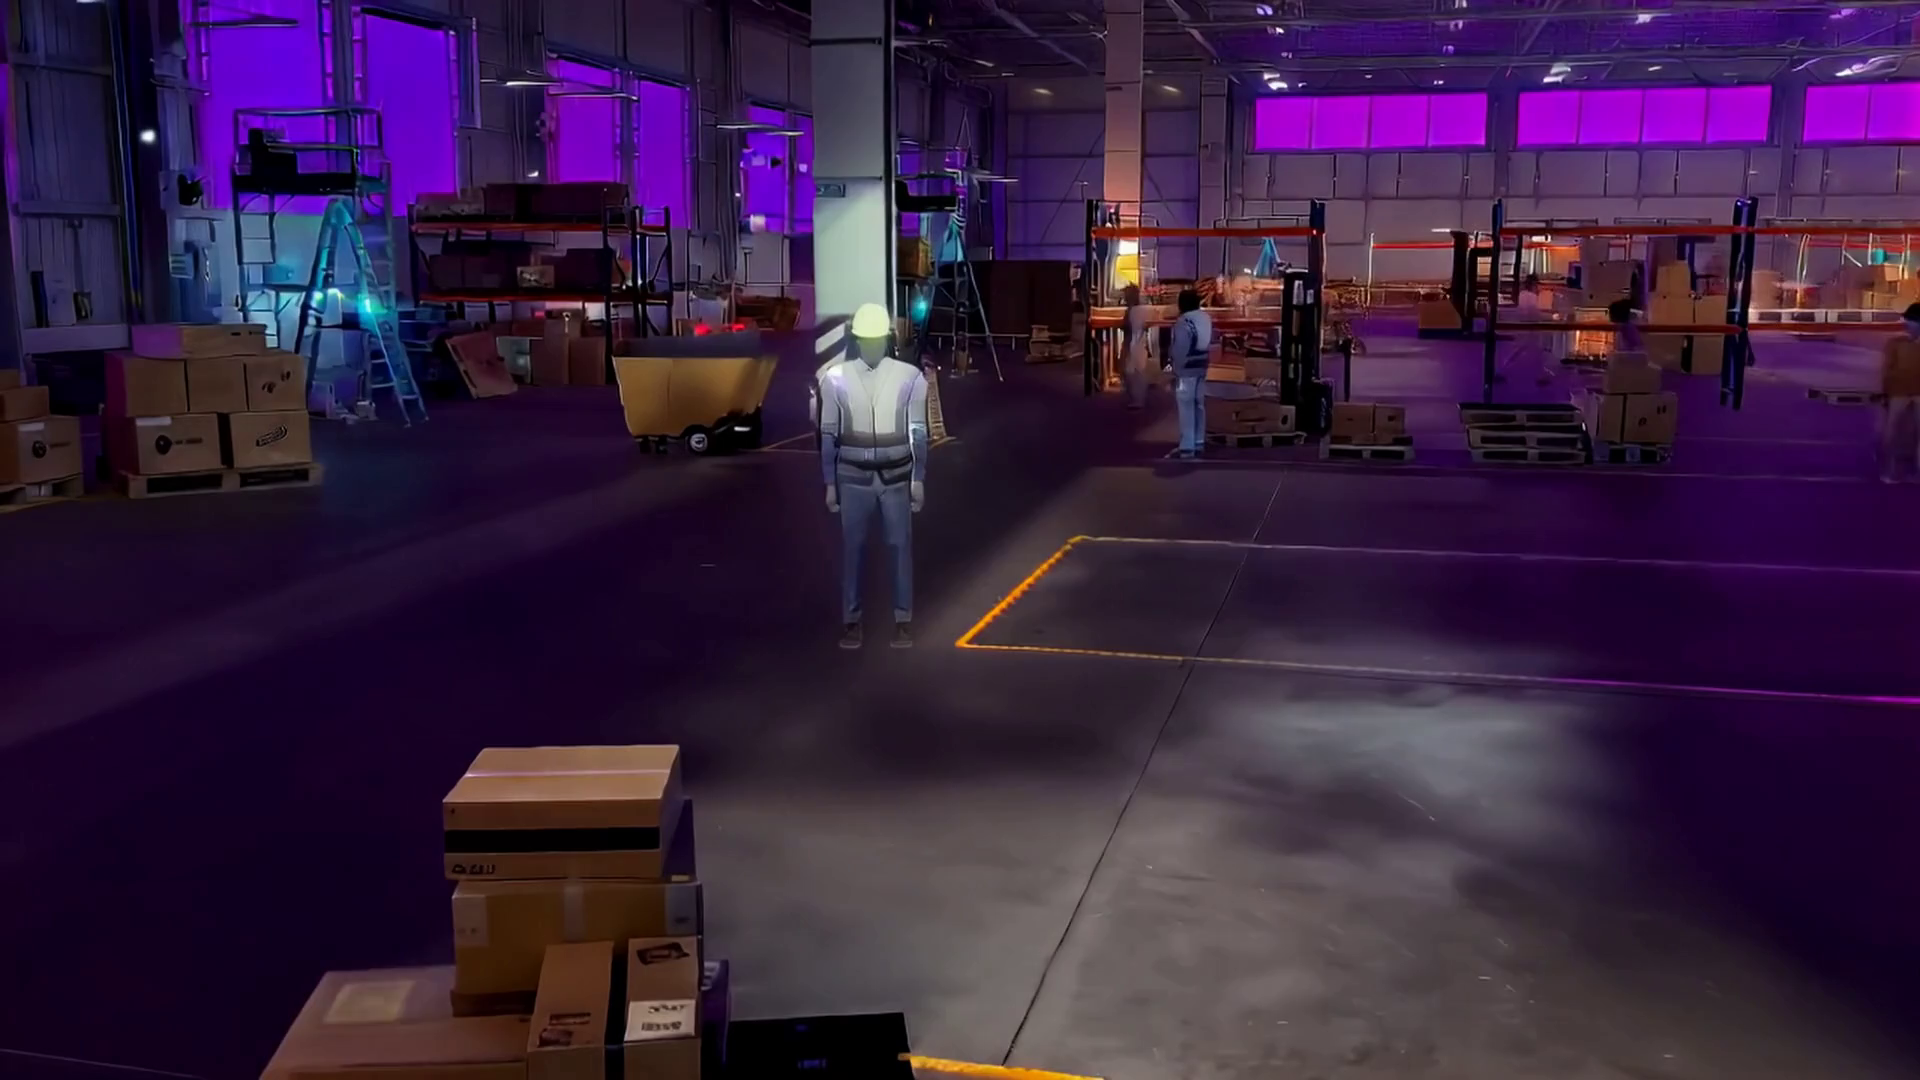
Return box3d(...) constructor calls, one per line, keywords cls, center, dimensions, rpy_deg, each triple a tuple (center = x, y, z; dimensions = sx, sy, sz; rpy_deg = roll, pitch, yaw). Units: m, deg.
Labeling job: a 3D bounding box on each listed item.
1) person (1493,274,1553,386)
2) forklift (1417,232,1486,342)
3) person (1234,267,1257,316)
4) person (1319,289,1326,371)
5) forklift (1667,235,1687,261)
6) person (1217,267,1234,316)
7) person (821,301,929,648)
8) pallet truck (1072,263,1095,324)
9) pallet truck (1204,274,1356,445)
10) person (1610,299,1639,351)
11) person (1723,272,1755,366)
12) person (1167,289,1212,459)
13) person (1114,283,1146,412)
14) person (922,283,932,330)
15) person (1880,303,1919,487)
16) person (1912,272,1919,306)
box3d(cls="person", center=(9.661, -3.590, 28.443), dimensions=(0.970, 1.909, 0.635), rpy_deg=(8, 12, 38))
box3d(cls="forklift", center=(12.845, -6.541, 42.919), dimensions=(1.873, 2.768, 1.129), rpy_deg=(2, 10, 14))
box3d(cls="person", center=(8.335, -6.996, 48.460), dimensions=(0.666, 1.900, 0.896), rpy_deg=(3, 10, 18))
box3d(cls="person", center=(6.833, -4.118, 32.016), dimensions=(0.484, 1.739, 0.320), rpy_deg=(-3, 10, -18))
box3d(cls="forklift", center=(21.023, -7.585, 49.067), dimensions=(1.873, 2.768, 1.129), rpy_deg=(1, 10, 5))
box3d(cls="person", center=(8.746, -8.065, 54.890), dimensions=(0.575, 1.863, 0.774), rpy_deg=(-9, 13, -43))
box3d(cls="person", center=(-0.474, -0.352, 9.262), dimensions=(0.601, 1.939, 0.413), rpy_deg=(0, 10, 0))
box3d(cls="pallet truck", center=(4.325, -8.180, 55.162), dimensions=(0.823, 1.965, 1.885), rpy_deg=(6, 11, 31))
box3d(cls="pallet truck", center=(3.653, -2.138, 19.590), dimensions=(1.885, 1.965, 0.823), rpy_deg=(-4, 10, -20))
box3d(cls="person", center=(8.183, -2.117, 20.401), dimensions=(0.489, 1.661, 0.549), rpy_deg=(7, 12, 34))
box3d(cls="person", center=(15.702, -4.440, 33.475), dimensions=(0.805, 1.885, 0.670), rpy_deg=(9, 13, 41))
box3d(cls="person", center=(2.472, -1.797, 18.044), dimensions=(0.429, 1.839, 0.633), rpy_deg=(7, 12, 36))
box3d(cls="person", center=(2.391, -2.690, 23.364), dimensions=(0.512, 1.825, 0.519), rpy_deg=(-2, 10, -12))
box3d(cls="person", center=(-0.883, -7.323, 50.326), dimensions=(0.544, 1.929, 0.388), rpy_deg=(-7, 12, -37))
box3d(cls="person", center=(8.983, -1.343, 15.658), dimensions=(0.559, 1.736, 0.758), rpy_deg=(0, 10, 0))
box3d(cls="person", center=(18.174, -4.113, 31.449), dimensions=(0.388, 1.919, 0.593), rpy_deg=(3, 10, 16))
